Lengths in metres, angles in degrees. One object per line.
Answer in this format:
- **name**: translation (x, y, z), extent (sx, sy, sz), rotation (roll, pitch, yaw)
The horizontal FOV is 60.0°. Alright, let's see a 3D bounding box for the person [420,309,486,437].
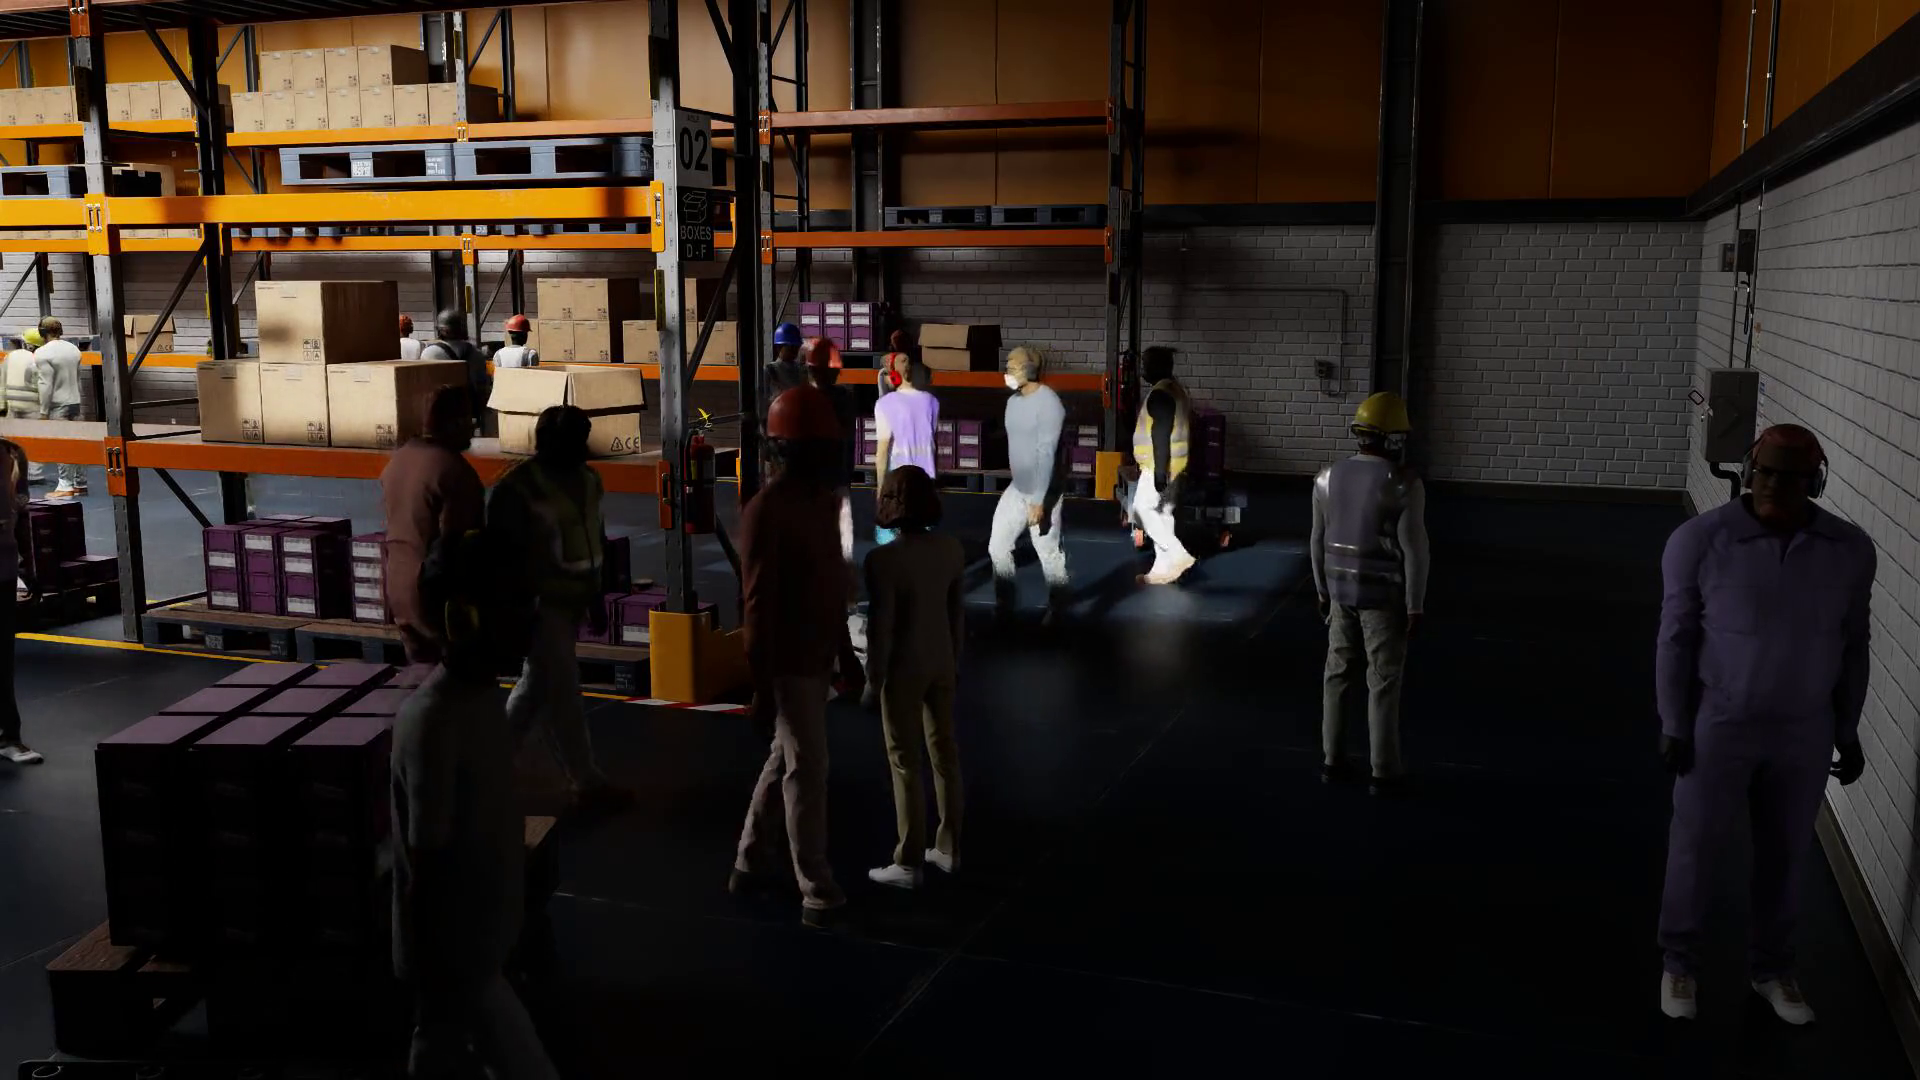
- **person**: translation (-5.155, -1.335, 16.838), extent (0.693, 2.000, 0.539), rotation (-8, 12, -42)

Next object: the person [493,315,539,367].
- **person**: translation (-4.681, -1.427, 17.744), extent (0.545, 1.938, 0.362), rotation (3, 9, 16)

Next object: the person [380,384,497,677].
- **person**: translation (-2.316, 0.259, 7.317), extent (0.653, 1.888, 0.476), rotation (8, 12, 40)

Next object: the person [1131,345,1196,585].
- **person**: translation (1.518, -0.551, 12.574), extent (0.434, 1.829, 0.658), rotation (2, 9, 15)

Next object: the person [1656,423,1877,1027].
- **person**: translation (2.520, 0.584, 5.224), extent (0.643, 1.905, 0.400), rotation (1, 9, 7)

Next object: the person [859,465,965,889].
- **person**: translation (-0.180, 0.526, 6.430), extent (0.502, 1.632, 0.279), rotation (-9, 13, -44)

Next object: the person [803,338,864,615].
- **person**: translation (-0.908, -0.365, 11.066), extent (0.630, 1.933, 1.024), rotation (-6, 11, -32)

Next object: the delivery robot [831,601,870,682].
- **delivery robot**: translation (-0.512, 0.582, 9.160), extent (0.477, 0.478, 0.707), rotation (-7, 11, -37)

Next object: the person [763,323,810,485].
- **person**: translation (-1.479, -0.871, 14.215), extent (0.389, 1.949, 0.604), rotation (7, 12, 38)

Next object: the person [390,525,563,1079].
- **person**: translation (-0.883, 0.888, 3.488), extent (0.768, 1.842, 0.555), rotation (-1, 9, -9)

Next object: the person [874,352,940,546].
- **person**: translation (-0.348, -0.391, 11.582), extent (0.605, 1.827, 0.441), rotation (-6, 11, -34)

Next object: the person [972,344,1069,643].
- **person**: translation (0.384, -0.275, 10.558), extent (0.737, 1.912, 0.648), rotation (-5, 11, -31)

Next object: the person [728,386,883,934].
- **person**: translation (-0.611, 0.434, 6.059), extent (0.804, 1.978, 0.630), rotation (3, 9, 16)

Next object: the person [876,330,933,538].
- **person**: translation (-0.487, -0.902, 14.620), extent (0.575, 1.882, 0.359), rotation (-7, 11, -38)

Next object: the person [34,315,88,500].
- **person**: translation (-9.478, -1.389, 17.510), extent (0.379, 1.937, 0.629), rotation (1, 9, 8)

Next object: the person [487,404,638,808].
- **person**: translation (-1.881, 0.287, 7.452), extent (0.883, 1.804, 0.632), rotation (4, 10, 22)

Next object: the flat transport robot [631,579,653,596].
- **flat transport robot**: translation (-2.901, 0.383, 11.589), extent (1.431, 0.197, 0.652), rotation (3, 9, 16)

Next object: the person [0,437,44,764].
- **person**: translation (-4.638, 0.153, 7.854), extent (0.388, 1.926, 0.590), rotation (5, 11, 31)

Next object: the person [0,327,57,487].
- **person**: translation (-10.413, -1.470, 18.527), extent (0.733, 1.788, 0.407), rotation (3, 9, 18)

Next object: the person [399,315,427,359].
- **person**: translation (-6.626, -1.750, 19.936), extent (0.338, 1.882, 0.583), rotation (8, 12, 42)

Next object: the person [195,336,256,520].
- **person**: translation (-6.525, -0.927, 14.853), extent (0.545, 1.856, 0.477), rotation (-8, 12, -42)

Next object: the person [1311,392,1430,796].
- **person**: translation (1.884, 0.241, 7.598), extent (0.403, 1.832, 0.594), rotation (-7, 12, -39)
